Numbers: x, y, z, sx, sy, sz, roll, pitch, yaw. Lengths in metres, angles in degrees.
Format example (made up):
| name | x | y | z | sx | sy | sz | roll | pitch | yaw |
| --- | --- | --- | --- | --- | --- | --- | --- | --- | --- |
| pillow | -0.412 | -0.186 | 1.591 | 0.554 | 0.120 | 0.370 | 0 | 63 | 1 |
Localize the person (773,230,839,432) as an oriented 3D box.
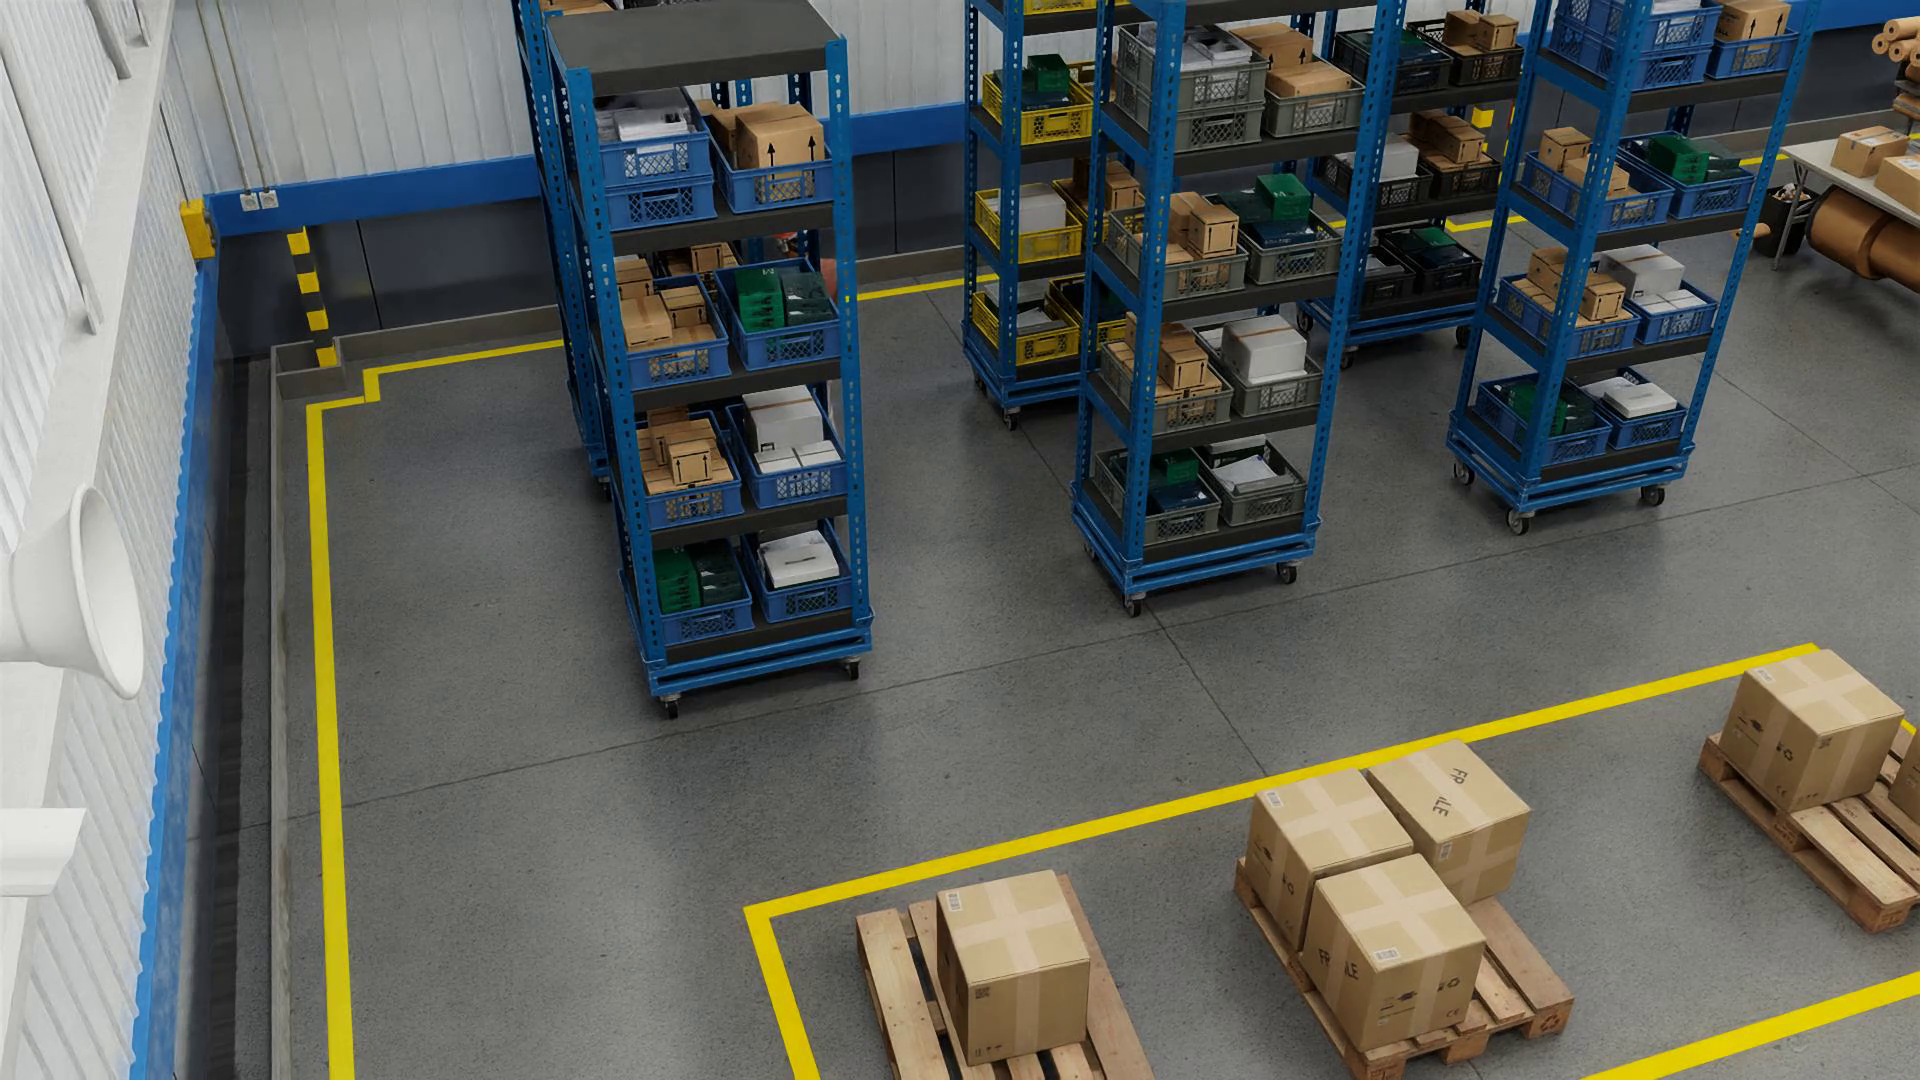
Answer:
| name | x | y | z | sx | sy | sz | roll | pitch | yaw |
| --- | --- | --- | --- | --- | --- | --- | --- | --- | --- |
| person | -0.963 | -1.095 | 10.117 | 0.630 | 1.979 | 0.412 | -29 | 44 | -34 |
